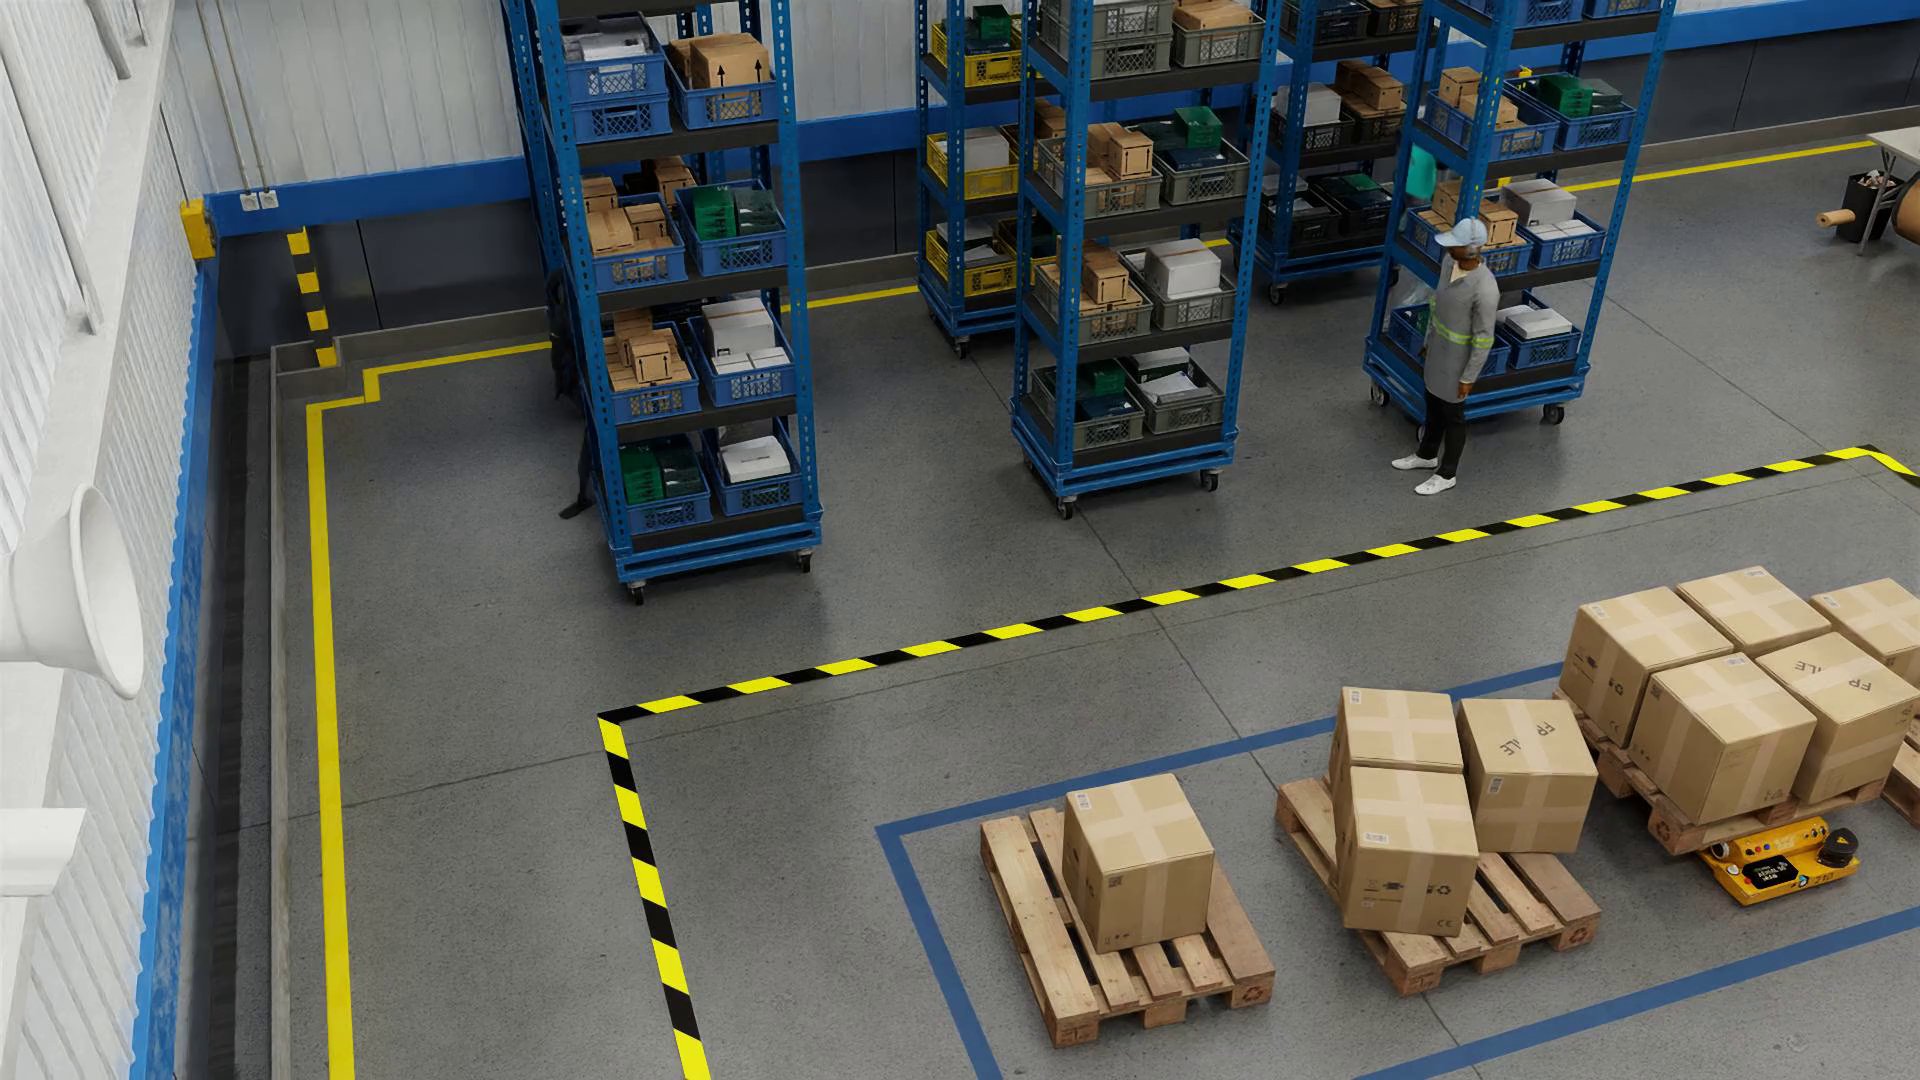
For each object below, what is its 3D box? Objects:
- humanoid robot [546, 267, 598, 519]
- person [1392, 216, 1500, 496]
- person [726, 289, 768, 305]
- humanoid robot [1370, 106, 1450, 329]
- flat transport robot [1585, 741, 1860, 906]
[{"bbox_3d":[-2.257,-0.974,10.256,0.773,1.639,0.589,-30,45,-35],"label":"humanoid robot"},{"bbox_3d":[3.014,-1.138,10.295,0.384,1.849,0.597,-8,36,-11],"label":"person"},{"bbox_3d":[-1.325,-1.291,10.609,0.310,1.738,0.484,5,35,7],"label":"person"},{"bbox_3d":[3.432,-2.328,12.070,0.975,1.729,0.545,-16,38,-22],"label":"humanoid robot"},{"bbox_3d":[3.738,1.188,8.347,0.652,0.197,1.431,-11,37,-15],"label":"flat transport robot"}]
